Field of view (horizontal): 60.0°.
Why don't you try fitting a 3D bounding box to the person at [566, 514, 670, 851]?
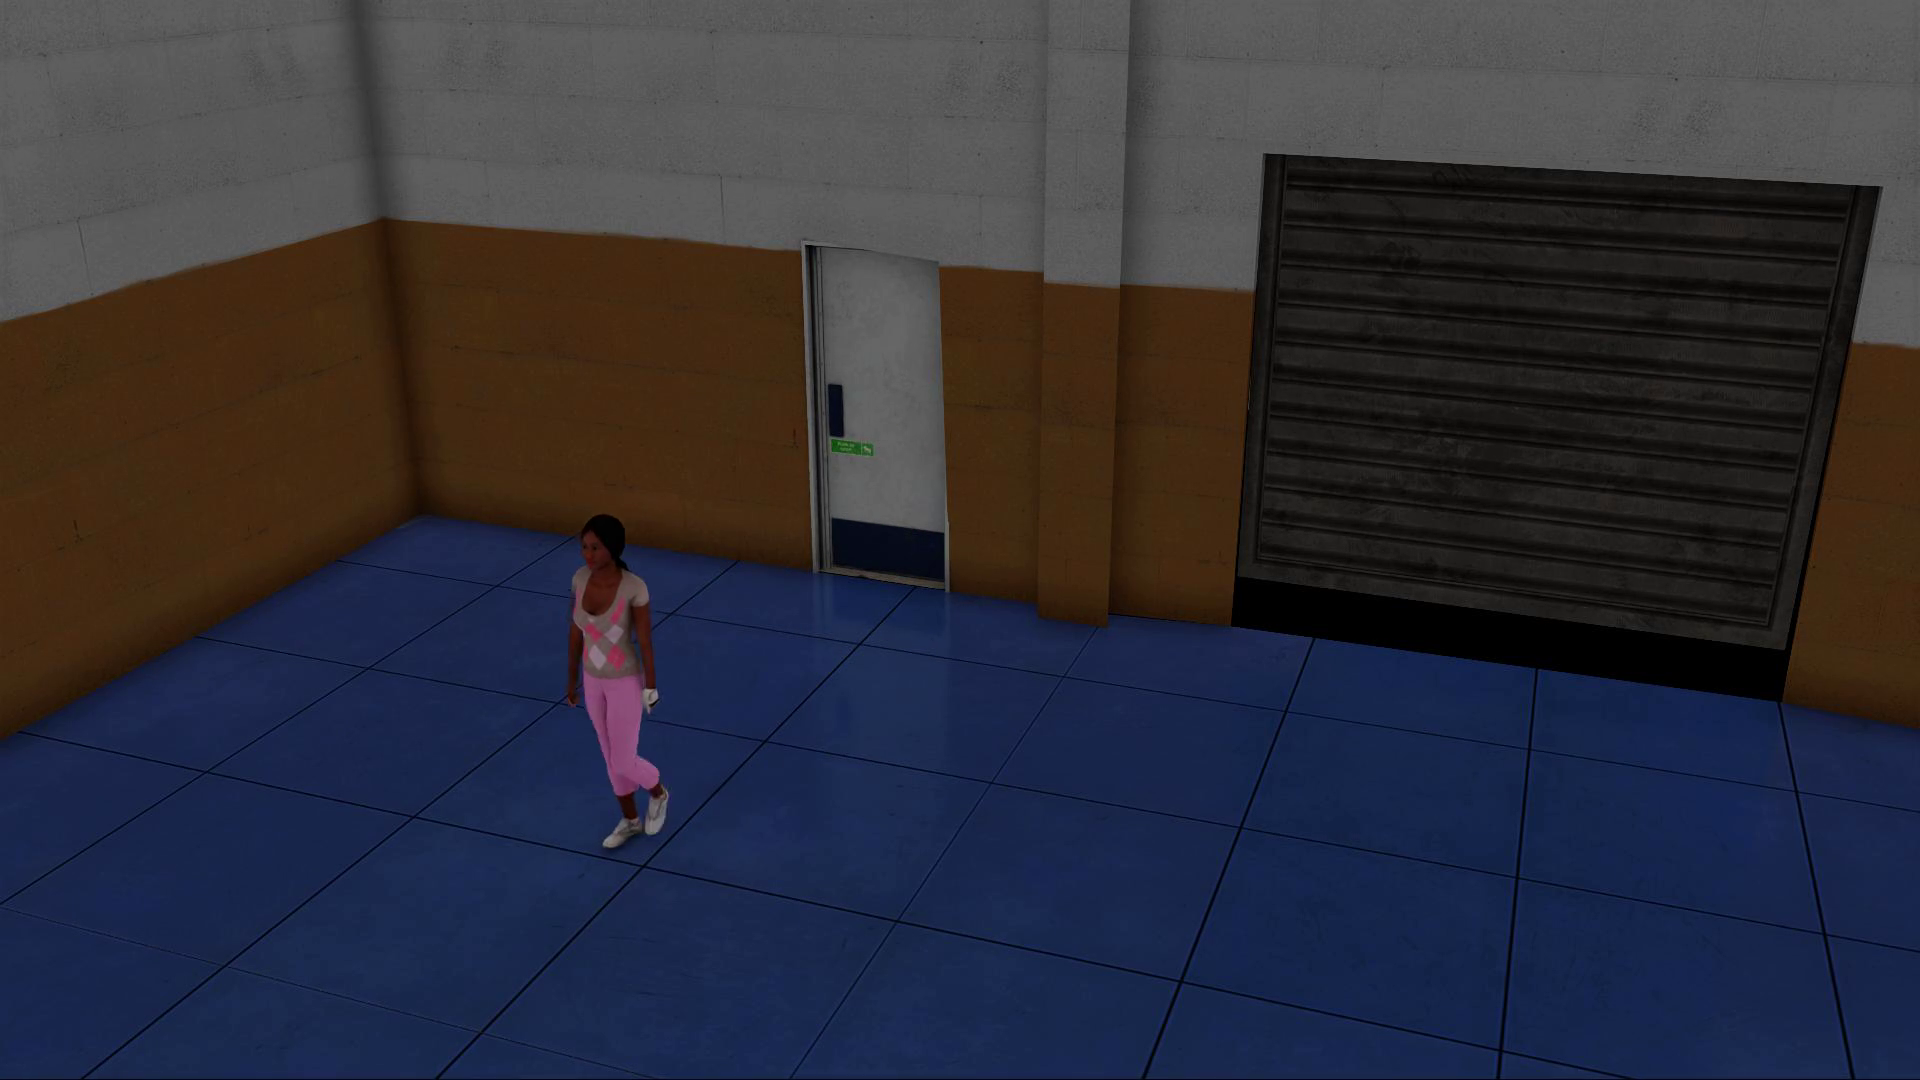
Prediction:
[{"bbox_3d":[-1.617,0.666,8.039,0.628,1.733,0.699,12,25,27],"label":"person"}]
